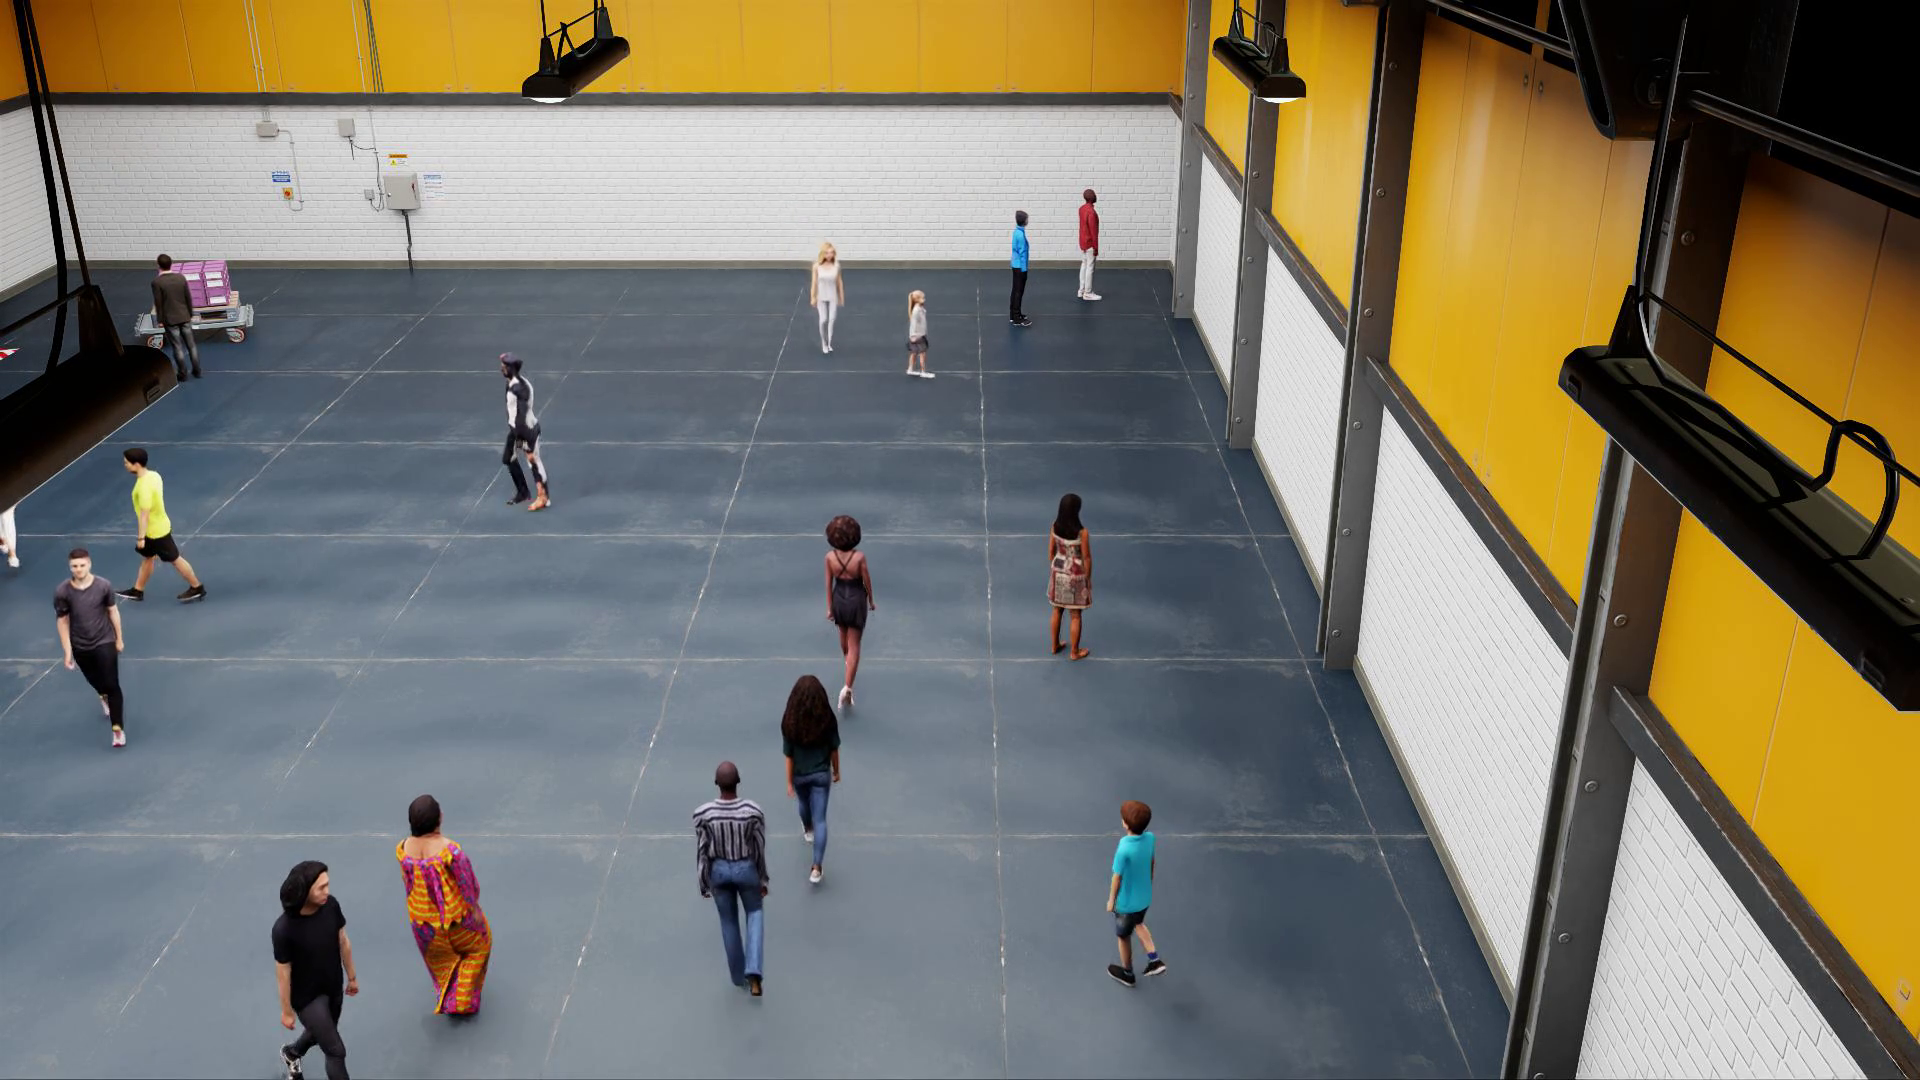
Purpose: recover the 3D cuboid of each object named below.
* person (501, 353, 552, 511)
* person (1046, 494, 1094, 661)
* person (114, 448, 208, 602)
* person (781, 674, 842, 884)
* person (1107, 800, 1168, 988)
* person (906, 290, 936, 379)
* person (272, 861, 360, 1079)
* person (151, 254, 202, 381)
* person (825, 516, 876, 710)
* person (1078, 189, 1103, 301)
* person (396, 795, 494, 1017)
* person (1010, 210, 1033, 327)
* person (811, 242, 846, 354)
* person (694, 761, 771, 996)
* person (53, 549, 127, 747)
[{"bbox_3d":[-4.927,-1.252,19.130,0.904,1.875,0.821,-16,28,-33],"label":"person"},{"bbox_3d":[1.030,0.335,15.787,0.724,1.644,0.732,15,28,31],"label":"person"},{"bbox_3d":[-8.051,-0.127,16.826,0.965,1.658,1.118,-9,25,-19],"label":"person"},{"bbox_3d":[-1.104,1.815,12.492,0.691,1.572,1.137,-3,24,-7],"label":"person"},{"bbox_3d":[1.219,2.427,11.258,0.697,1.438,0.757,-21,31,-40],"label":"person"},{"bbox_3d":[-0.666,-2.942,23.764,0.670,1.260,0.670,6,24,13],"label":"person"},{"bbox_3d":[-3.981,2.717,10.156,1.062,1.789,1.168,12,27,26],"label":"person"},{"bbox_3d":[-11.127,-3.170,23.607,0.801,1.804,0.722,20,30,38],"label":"person"},{"bbox_3d":[-1.000,0.676,14.879,0.725,1.746,1.151,5,24,12],"label":"person"},{"bbox_3d":[2.133,-4.920,27.591,0.787,1.819,0.626,-7,25,-16],"label":"person"},{"bbox_3d":[-3.421,2.432,10.961,0.794,1.667,0.857,6,24,14],"label":"person"},{"bbox_3d":[0.927,-4.295,26.187,0.714,1.797,0.532,-5,24,-11],"label":"person"},{"bbox_3d":[-2.005,-3.646,24.881,0.733,1.655,0.752,-7,25,-16],"label":"person"},{"bbox_3d":[-1.497,2.315,11.081,0.702,1.785,0.826,-4,24,-9],"label":"person"},{"bbox_3d":[-7.523,0.875,14.446,0.939,1.728,1.244,-9,25,-20],"label":"person"}]
